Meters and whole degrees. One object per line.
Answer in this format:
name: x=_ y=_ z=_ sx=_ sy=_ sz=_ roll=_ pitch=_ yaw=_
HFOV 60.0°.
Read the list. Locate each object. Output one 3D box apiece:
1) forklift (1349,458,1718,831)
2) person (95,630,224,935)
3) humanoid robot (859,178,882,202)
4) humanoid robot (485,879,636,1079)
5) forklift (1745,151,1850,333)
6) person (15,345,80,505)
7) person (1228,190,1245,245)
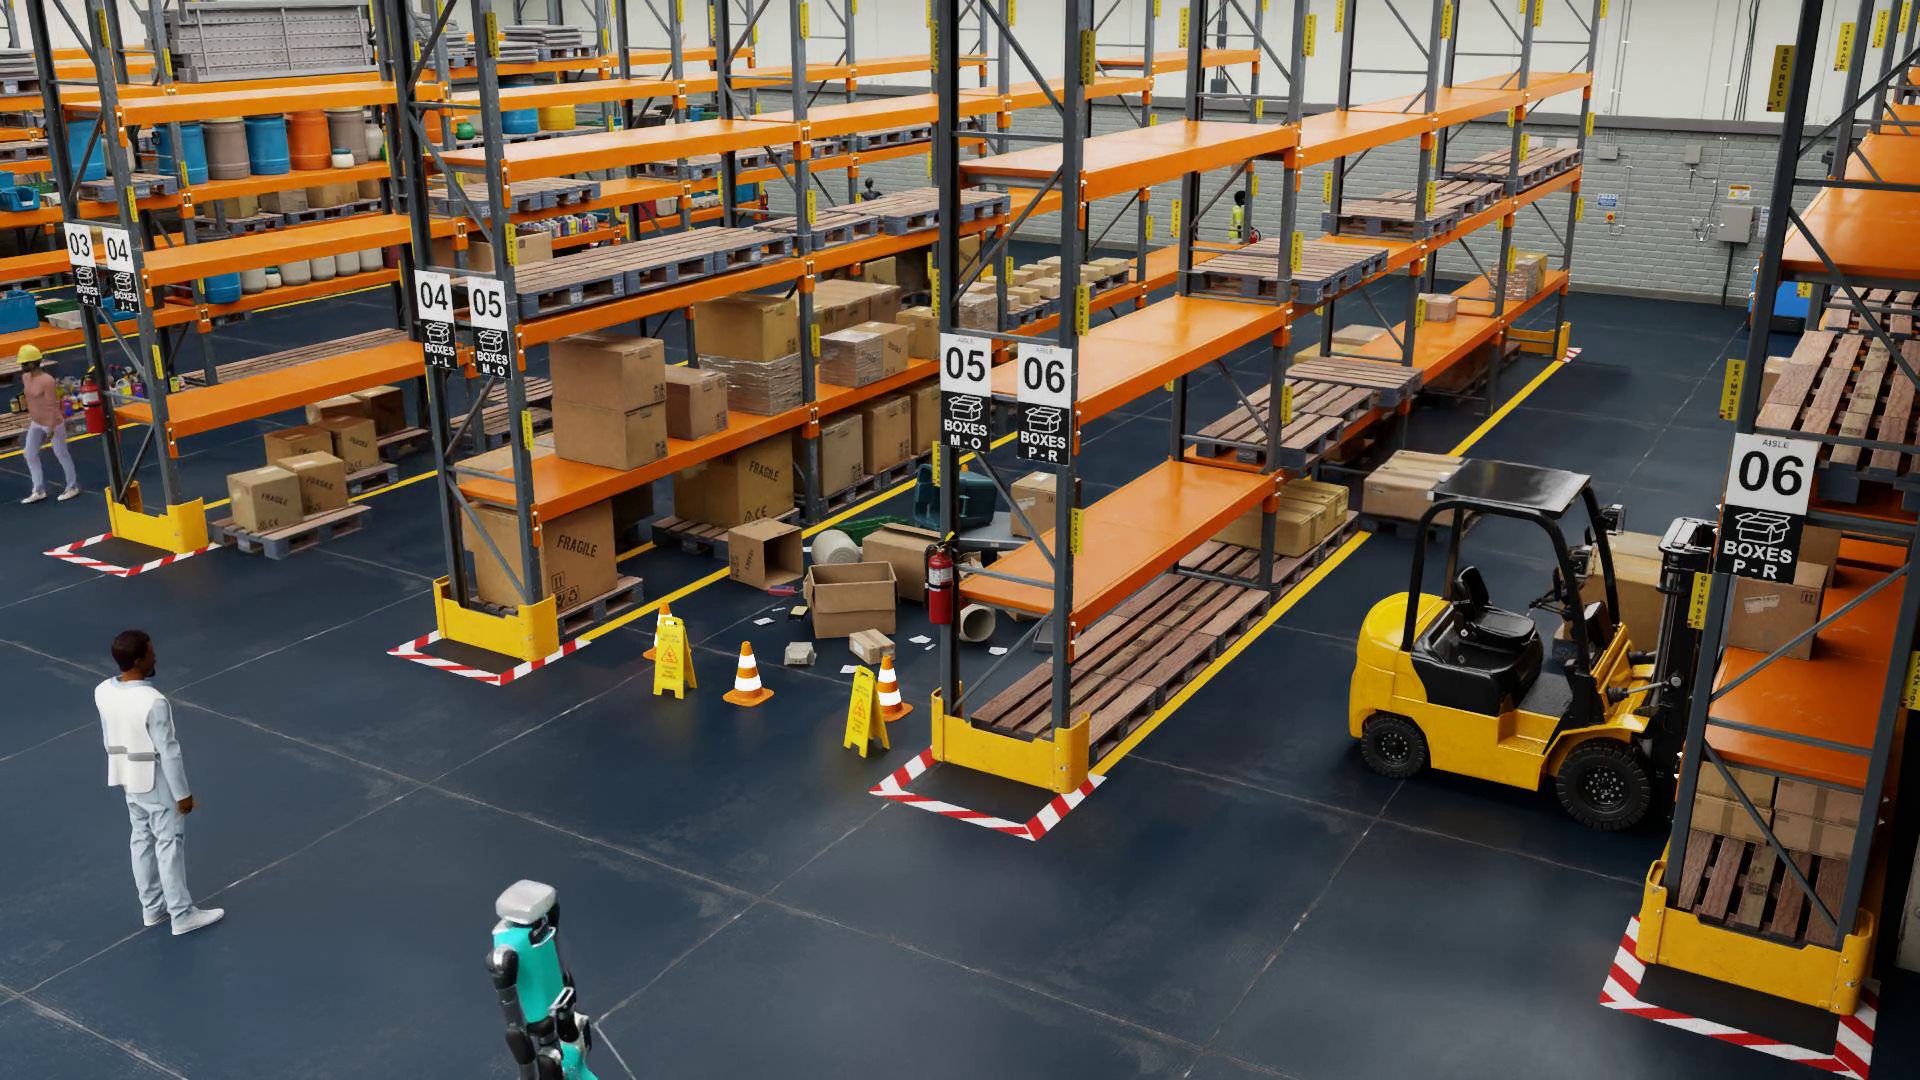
forklift: x=3.988 y=0.658 z=11.776 sx=2.313 sy=2.155 sz=1.214 roll=11 pitch=22 yaw=29
person: x=-4.827 y=1.446 z=9.912 sx=0.587 sy=1.920 sz=0.390 roll=10 pitch=22 yaw=28
humanoid robot: x=-1.770 y=-6.277 z=32.615 sx=0.609 sy=1.641 sz=0.530 roll=-9 pitch=21 yaw=-25
humanoid robot: x=-1.667 y=2.396 z=7.501 sx=0.750 sy=1.817 sz=0.541 roll=4 pitch=19 yaw=10
forklift: x=13.620 y=-4.667 z=26.137 sx=1.873 sy=2.768 sz=1.129 roll=11 pitch=22 yaw=29
person: x=-9.931 y=-1.226 z=17.891 sx=0.536 sy=1.740 sz=0.705 roll=9 pitch=21 yaw=26
person: x=5.083 y=-5.548 z=30.473 sx=0.319 sy=1.692 sz=0.538 roll=0 pitch=19 yaw=0
